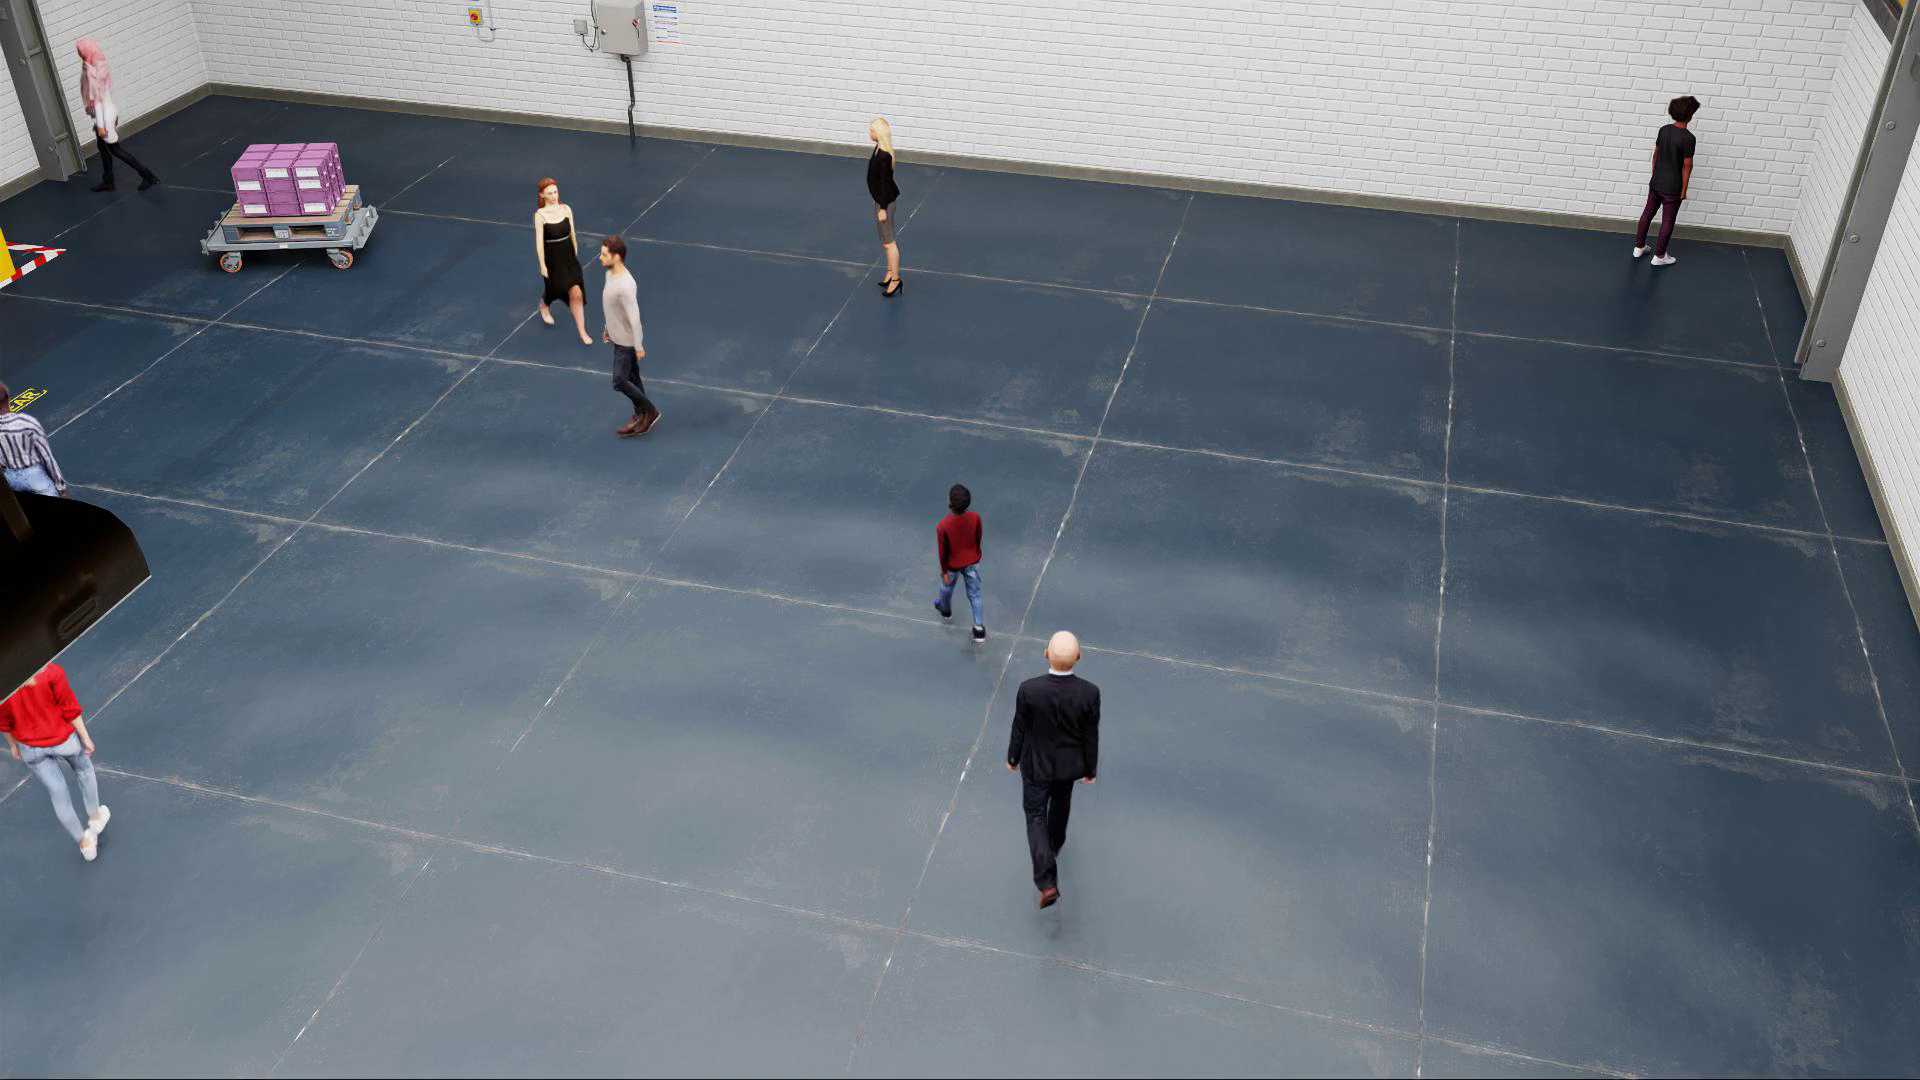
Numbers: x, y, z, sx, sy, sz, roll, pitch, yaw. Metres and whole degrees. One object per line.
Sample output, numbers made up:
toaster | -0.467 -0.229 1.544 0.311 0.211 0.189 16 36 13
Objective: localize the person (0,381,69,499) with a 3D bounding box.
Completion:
person | -6.833 -0.316 12.225 0.932 1.731 1.111 -8 34 -11

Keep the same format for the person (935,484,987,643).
person | 0.038 0.172 11.930 0.791 1.246 0.940 -10 35 -15

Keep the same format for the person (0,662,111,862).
person | -5.419 1.255 9.894 0.786 1.695 0.838 -13 36 -19

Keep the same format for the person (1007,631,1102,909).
person | 0.540 1.344 9.685 0.929 1.778 1.194 -3 34 -4

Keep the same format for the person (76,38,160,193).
person | -9.634 -4.791 18.914 0.979 1.781 1.053 -7 34 -11

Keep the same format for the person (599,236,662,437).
person | -2.782 -1.736 14.251 0.848 1.854 0.775 -15 36 -21

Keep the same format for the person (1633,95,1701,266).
person | 7.404 -3.773 17.378 0.775 1.785 0.714 -17 37 -24

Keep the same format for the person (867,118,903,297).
person | -0.745 -3.340 16.677 0.741 1.840 0.625 -6 34 -9

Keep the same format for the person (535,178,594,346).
person | -3.885 -2.701 15.938 1.049 1.595 1.037 -23 40 -30
